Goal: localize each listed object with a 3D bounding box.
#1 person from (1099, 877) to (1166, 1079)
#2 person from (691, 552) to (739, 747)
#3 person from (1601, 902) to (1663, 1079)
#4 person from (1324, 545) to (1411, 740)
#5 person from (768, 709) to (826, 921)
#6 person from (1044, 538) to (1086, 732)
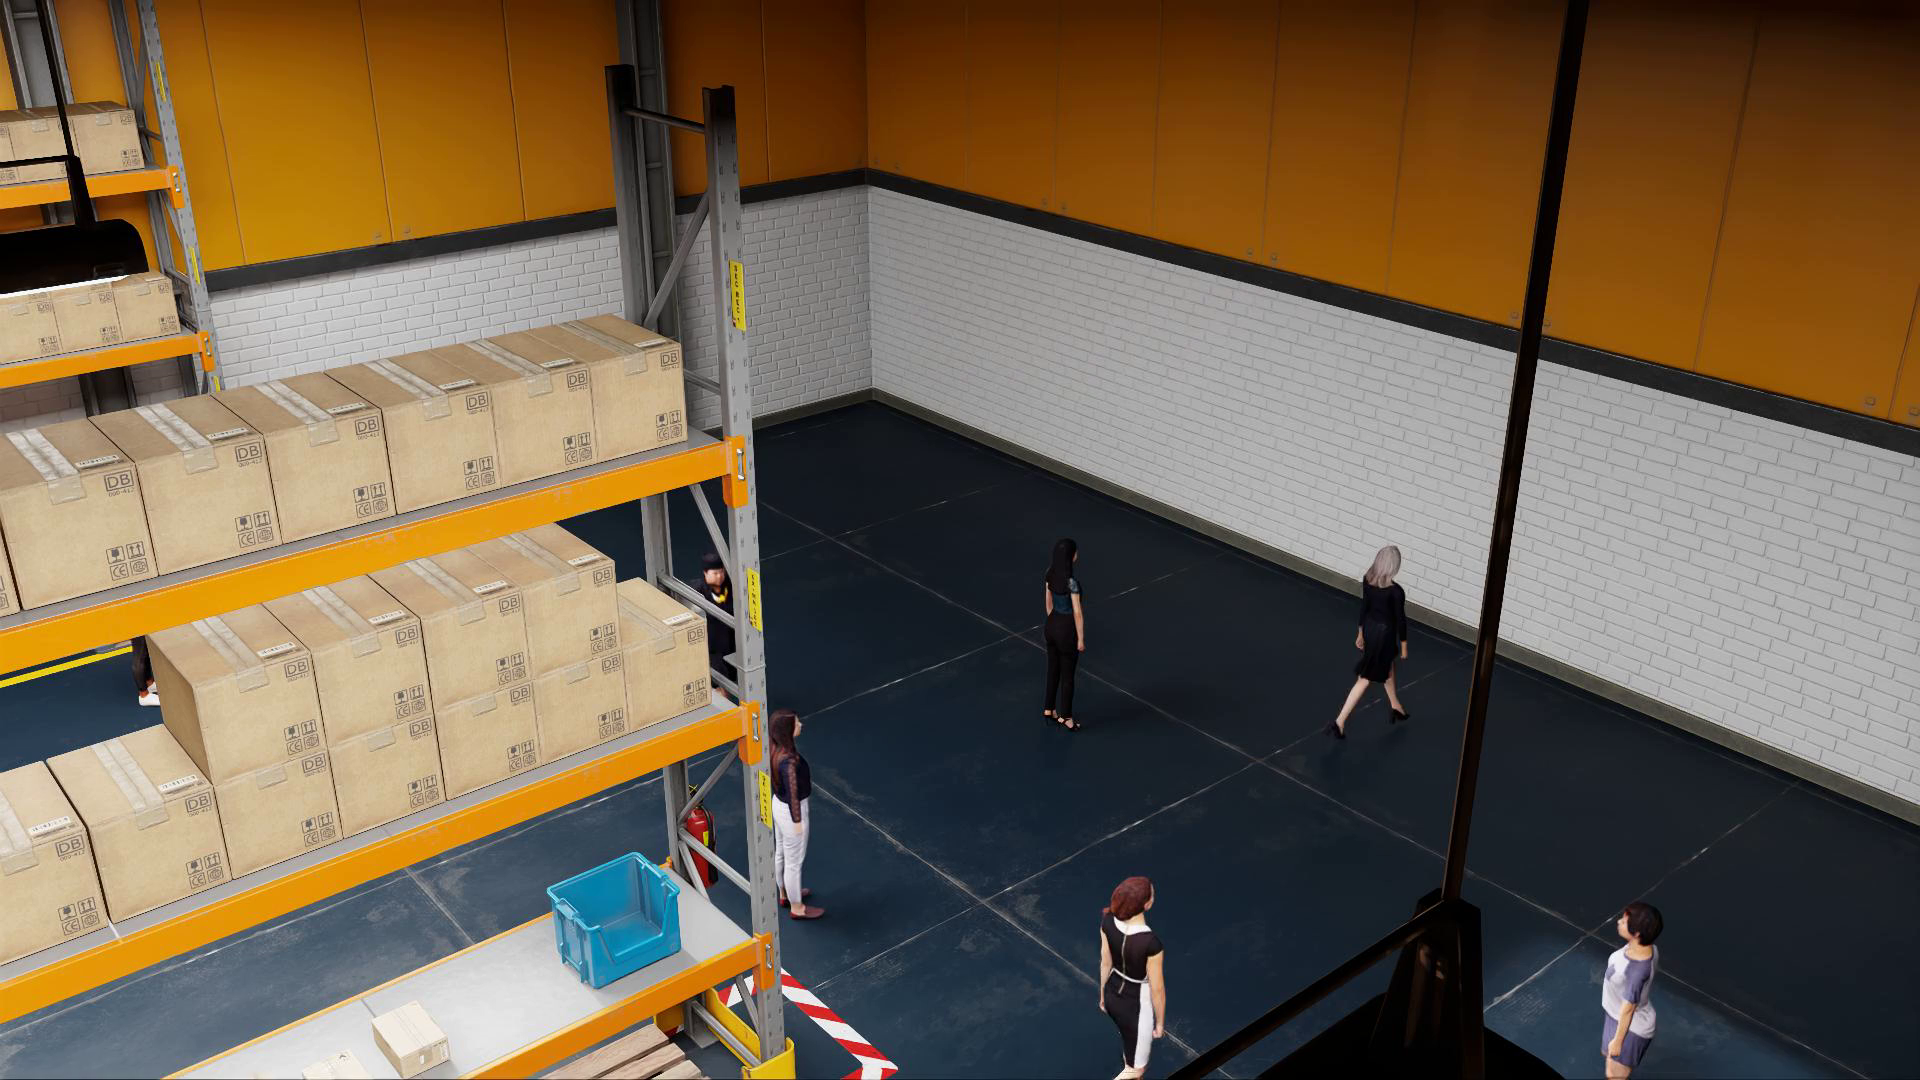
[{"bbox_3d":[0.909,2.714,9.409,1.022,1.774,0.630,-21,31,-40],"label":"person"},{"bbox_3d":[-2.006,0.856,13.818,1.042,1.647,0.912,-11,26,-24],"label":"person"},{"bbox_3d":[3.844,2.764,9.565,0.713,1.559,0.607,10,26,22],"label":"person"},{"bbox_3d":[3.389,0.893,13.674,1.195,1.696,0.741,-13,27,-27],"label":"person"},{"bbox_3d":[-1.165,1.884,11.517,0.624,1.607,0.655,-10,26,-22],"label":"person"},{"bbox_3d":[0.860,0.784,13.874,0.493,1.734,0.565,-17,29,-34],"label":"person"}]
